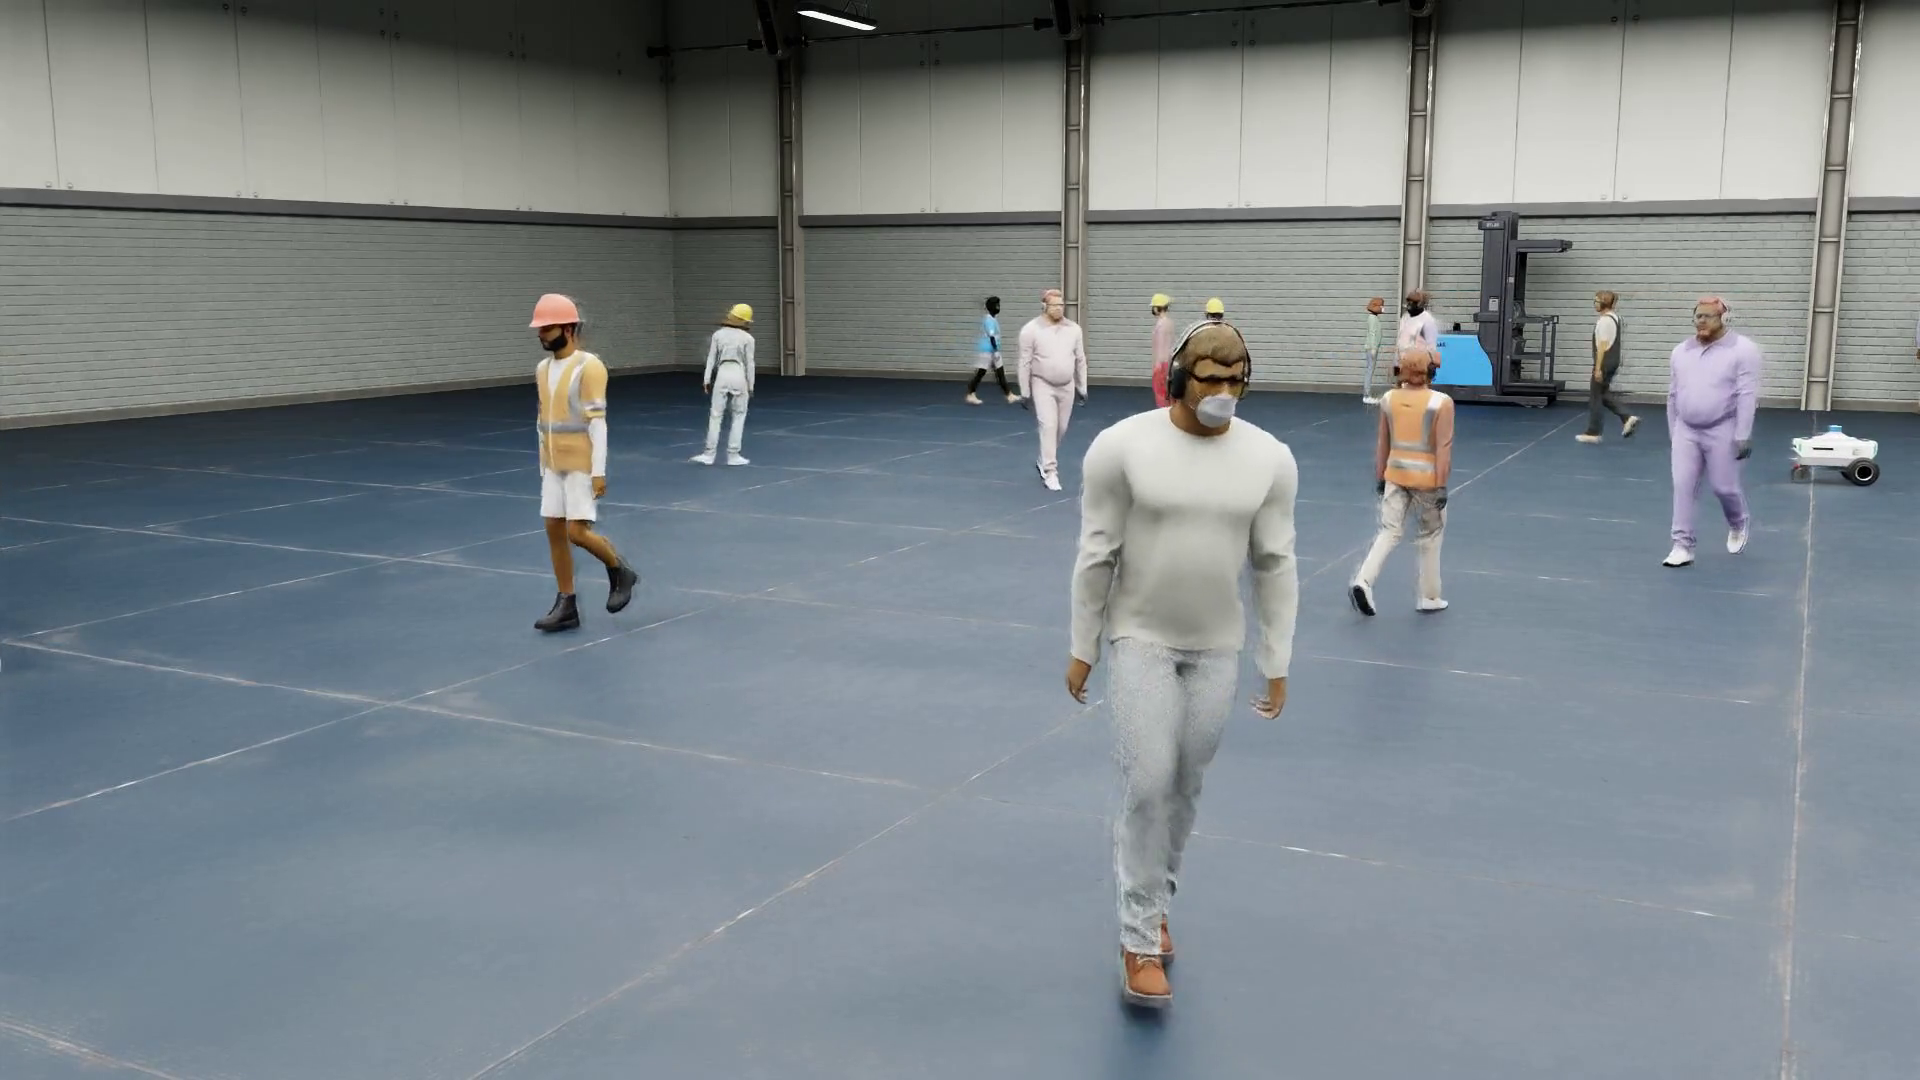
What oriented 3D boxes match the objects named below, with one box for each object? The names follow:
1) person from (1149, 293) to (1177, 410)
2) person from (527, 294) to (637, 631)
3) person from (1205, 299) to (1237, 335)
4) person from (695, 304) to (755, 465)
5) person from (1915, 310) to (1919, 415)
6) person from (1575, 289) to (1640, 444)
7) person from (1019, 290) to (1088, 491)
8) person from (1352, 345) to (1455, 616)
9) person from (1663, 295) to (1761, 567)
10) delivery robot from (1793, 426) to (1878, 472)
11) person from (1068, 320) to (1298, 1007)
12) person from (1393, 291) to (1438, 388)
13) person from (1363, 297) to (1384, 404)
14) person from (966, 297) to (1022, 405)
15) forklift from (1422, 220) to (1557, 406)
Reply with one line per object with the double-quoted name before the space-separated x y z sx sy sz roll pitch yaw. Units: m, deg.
"person" 2.683 -2.346 21.788 0.468 1.755 0.525 2 9 11
"person" -2.194 -0.447 9.541 0.563 1.920 0.543 7 11 36
"person" 2.936 -1.910 19.180 0.534 1.721 0.896 -1 9 -4
"person" -2.486 -1.649 17.640 0.659 1.698 0.419 2 9 11
"person" 13.851 -2.724 23.501 0.395 1.945 0.618 -8 12 -42
"person" 7.727 -2.061 19.779 0.623 1.831 0.524 8 12 40
"person" 0.873 -1.459 15.993 0.649 1.888 0.880 -4 10 -22
"person" 2.648 -0.344 9.853 0.740 1.616 0.522 -8 12 -41
"person" 5.257 -0.769 11.640 0.772 1.886 0.648 -8 12 -42
"delivery robot" 8.513 -0.870 16.196 0.707 0.478 0.477 3 10 18
"person" 0.661 0.344 4.707 0.646 1.903 0.809 -2 9 -10
"person" 5.645 -2.153 20.414 0.839 1.812 0.627 -2 9 -13
"person" 6.431 -2.948 25.854 0.270 1.631 0.507 3 10 16
"person" 0.503 -2.893 25.457 0.889 1.643 0.546 1 9 8
"forklift" 8.245 -3.527 25.720 1.873 2.768 1.129 5 10 27
